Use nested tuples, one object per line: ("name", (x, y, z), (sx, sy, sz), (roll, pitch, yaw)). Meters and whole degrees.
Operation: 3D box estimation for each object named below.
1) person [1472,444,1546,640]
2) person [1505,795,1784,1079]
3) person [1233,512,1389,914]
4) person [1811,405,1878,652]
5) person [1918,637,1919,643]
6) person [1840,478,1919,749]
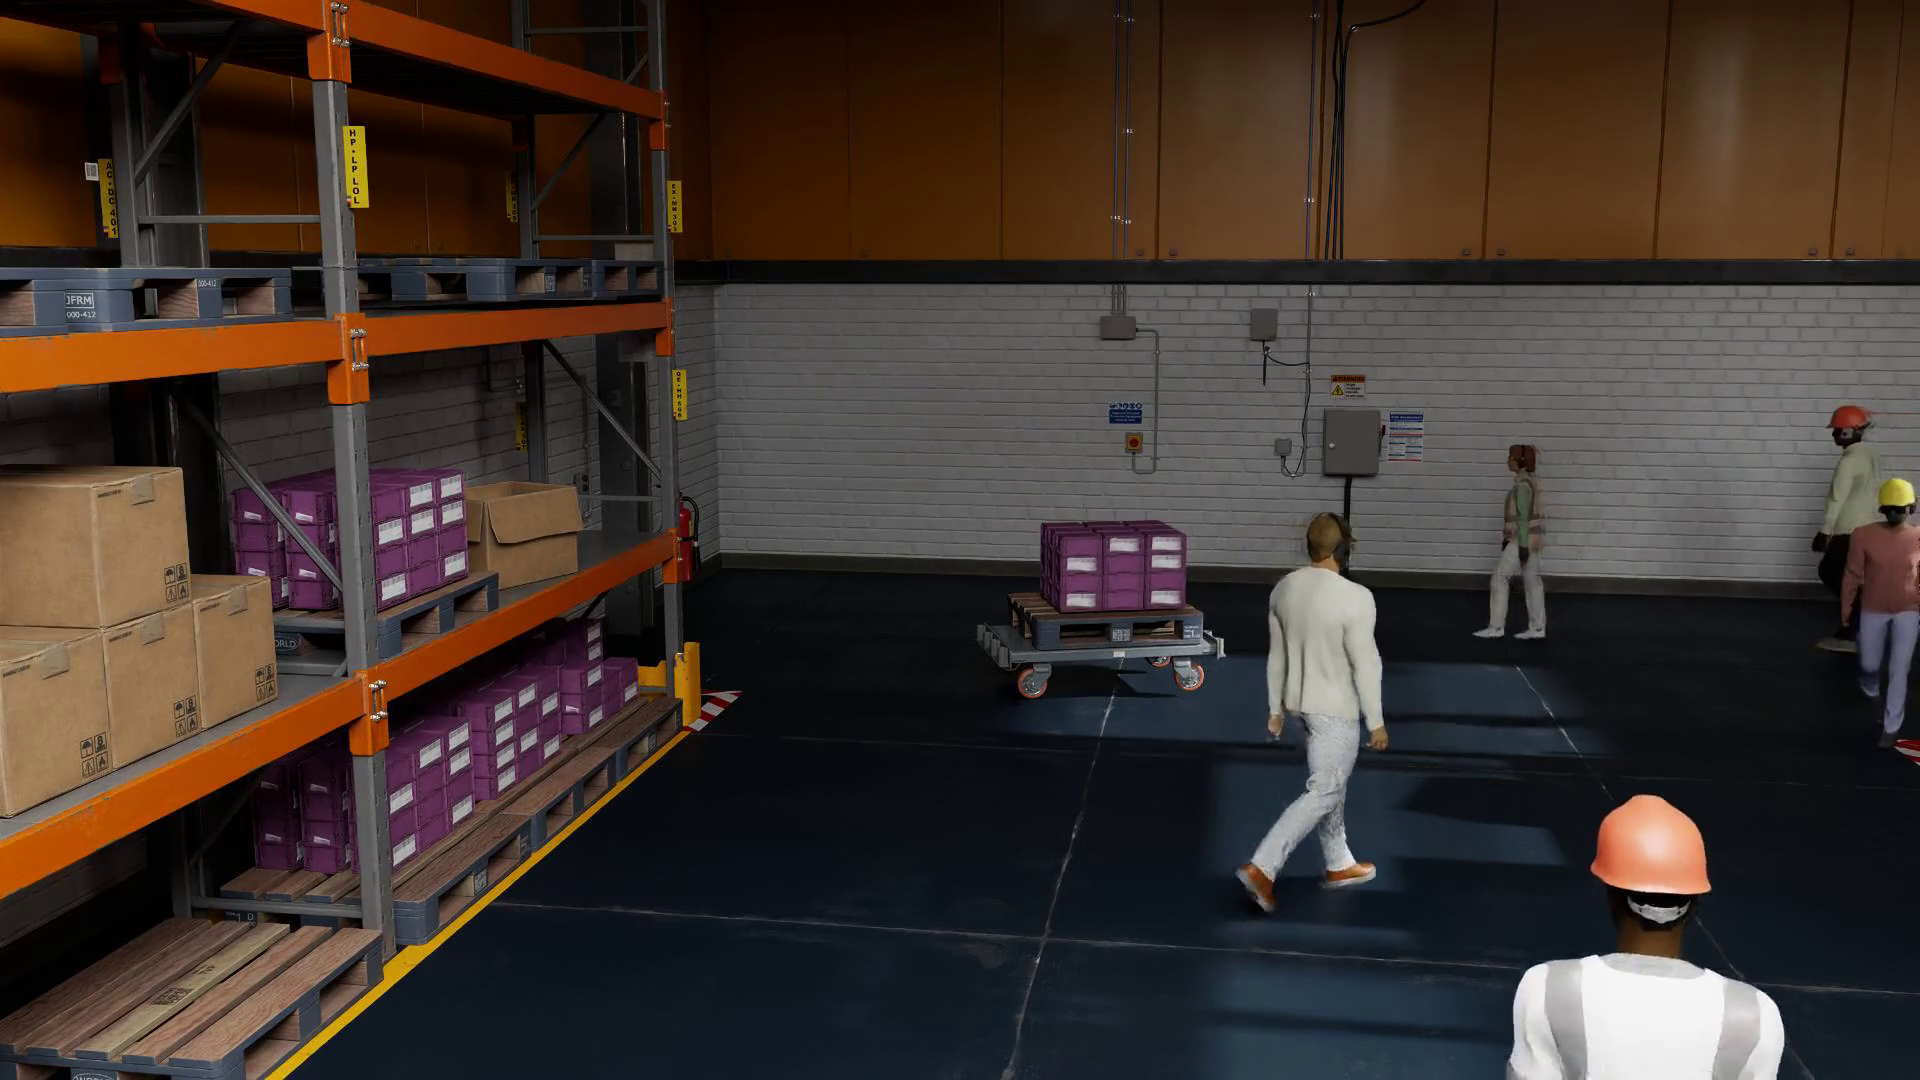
("person", (4.527, 0.021, 13.639), (0.679, 1.618, 0.512), (5, 10, 26))
("person", (1.443, 1.512, 3.572), (0.544, 1.919, 0.641), (3, 10, 17))
("person", (1.673, 0.813, 7.921), (0.925, 1.907, 0.632), (-5, 10, -27))
("person", (7.037, -0.082, 13.228), (0.429, 1.973, 0.612), (7, 11, 36))
("person", (8.009, -0.054, 13.251), (0.586, 1.899, 0.493), (-6, 11, -33))
("person", (6.019, 0.434, 10.758), (0.568, 1.733, 0.677), (6, 11, 33))
